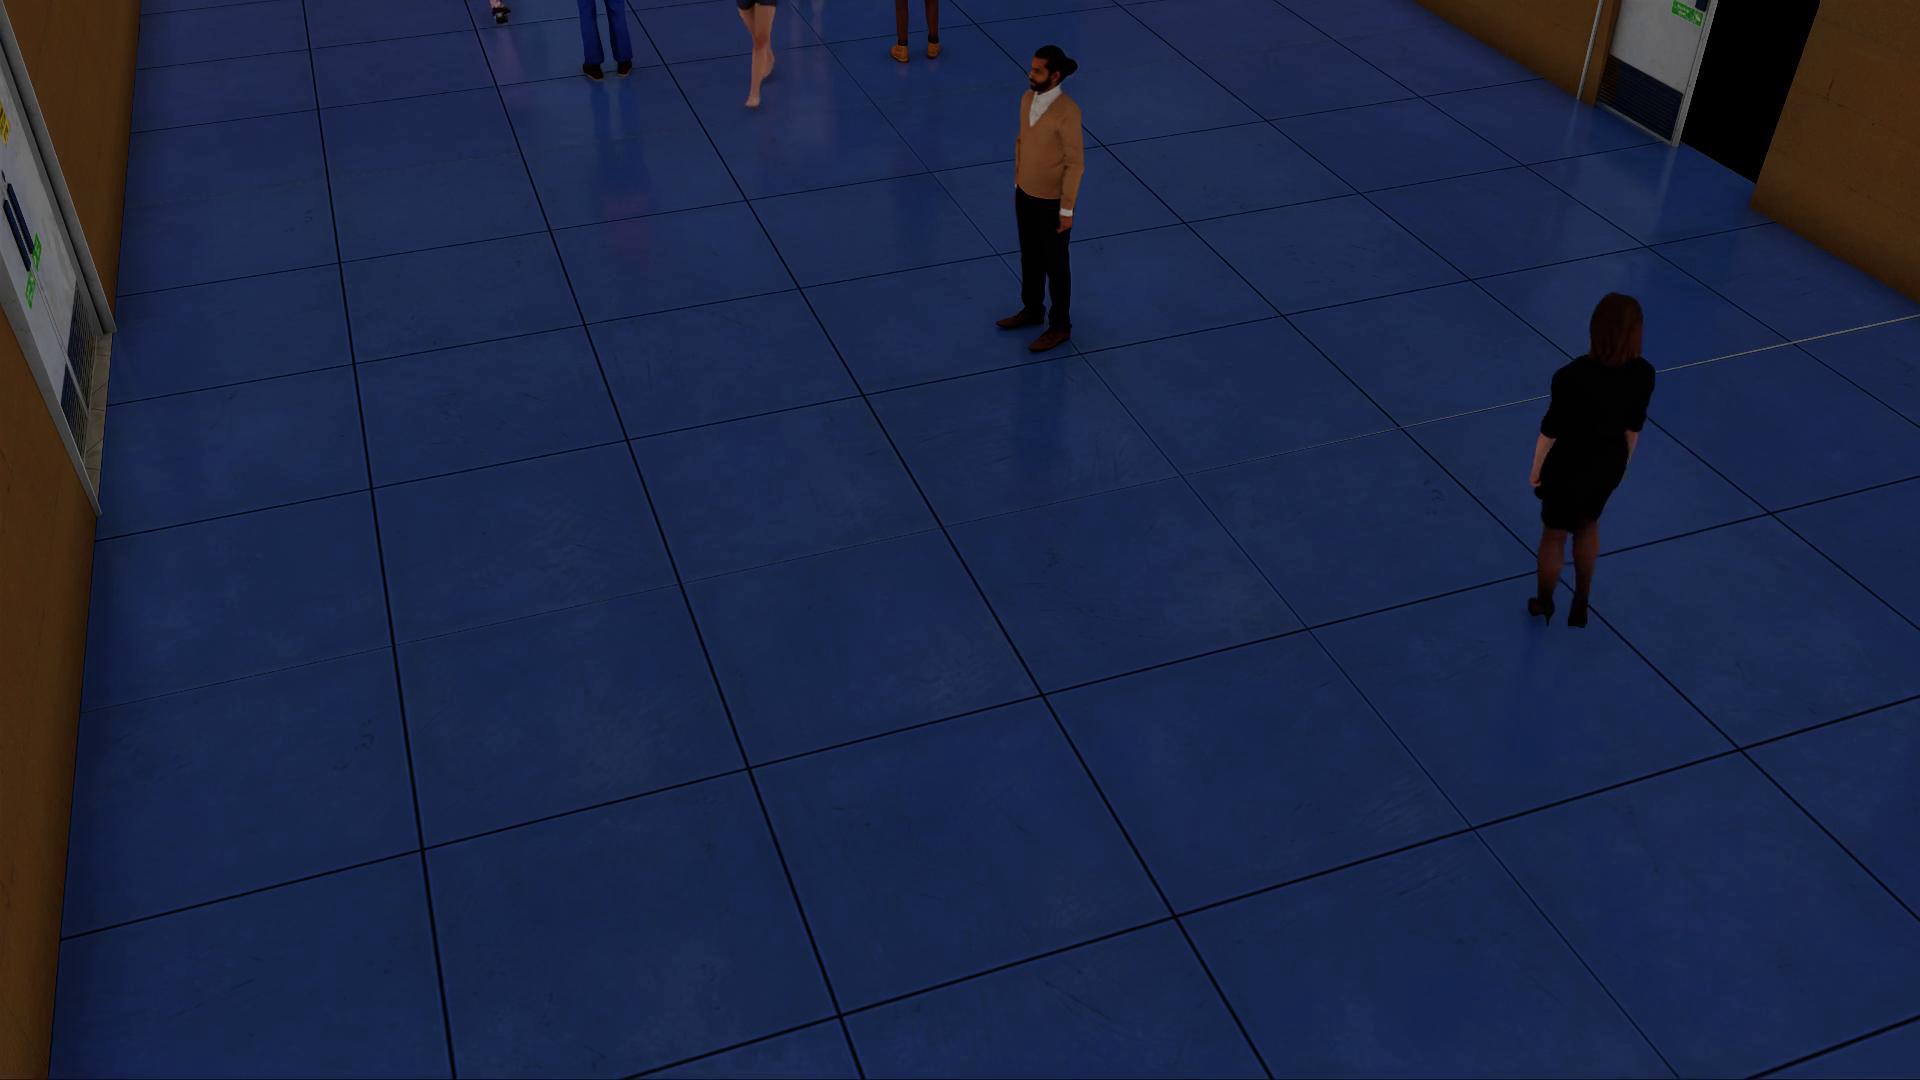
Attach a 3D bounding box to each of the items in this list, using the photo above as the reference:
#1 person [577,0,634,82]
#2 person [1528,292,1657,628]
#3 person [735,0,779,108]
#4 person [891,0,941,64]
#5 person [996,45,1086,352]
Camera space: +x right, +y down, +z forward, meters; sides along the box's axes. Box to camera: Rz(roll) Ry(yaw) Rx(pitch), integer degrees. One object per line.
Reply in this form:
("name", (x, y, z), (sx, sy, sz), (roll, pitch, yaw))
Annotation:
("person", (-2.797, -4.445, 12.634), (0.522, 1.864, 0.736), (-12, 38, -15))
("person", (2.718, -0.249, 7.168), (0.703, 1.697, 0.754), (-2, 37, -3))
("person", (-1.508, -4.133, 12.440), (1.131, 1.597, 1.060), (8, 38, 10))
("person", (-0.367, -4.617, 12.976), (0.543, 1.727, 0.675), (-10, 38, -13))
("person", (0.484, -1.928, 9.372), (0.665, 1.754, 0.719), (-23, 42, -27))
